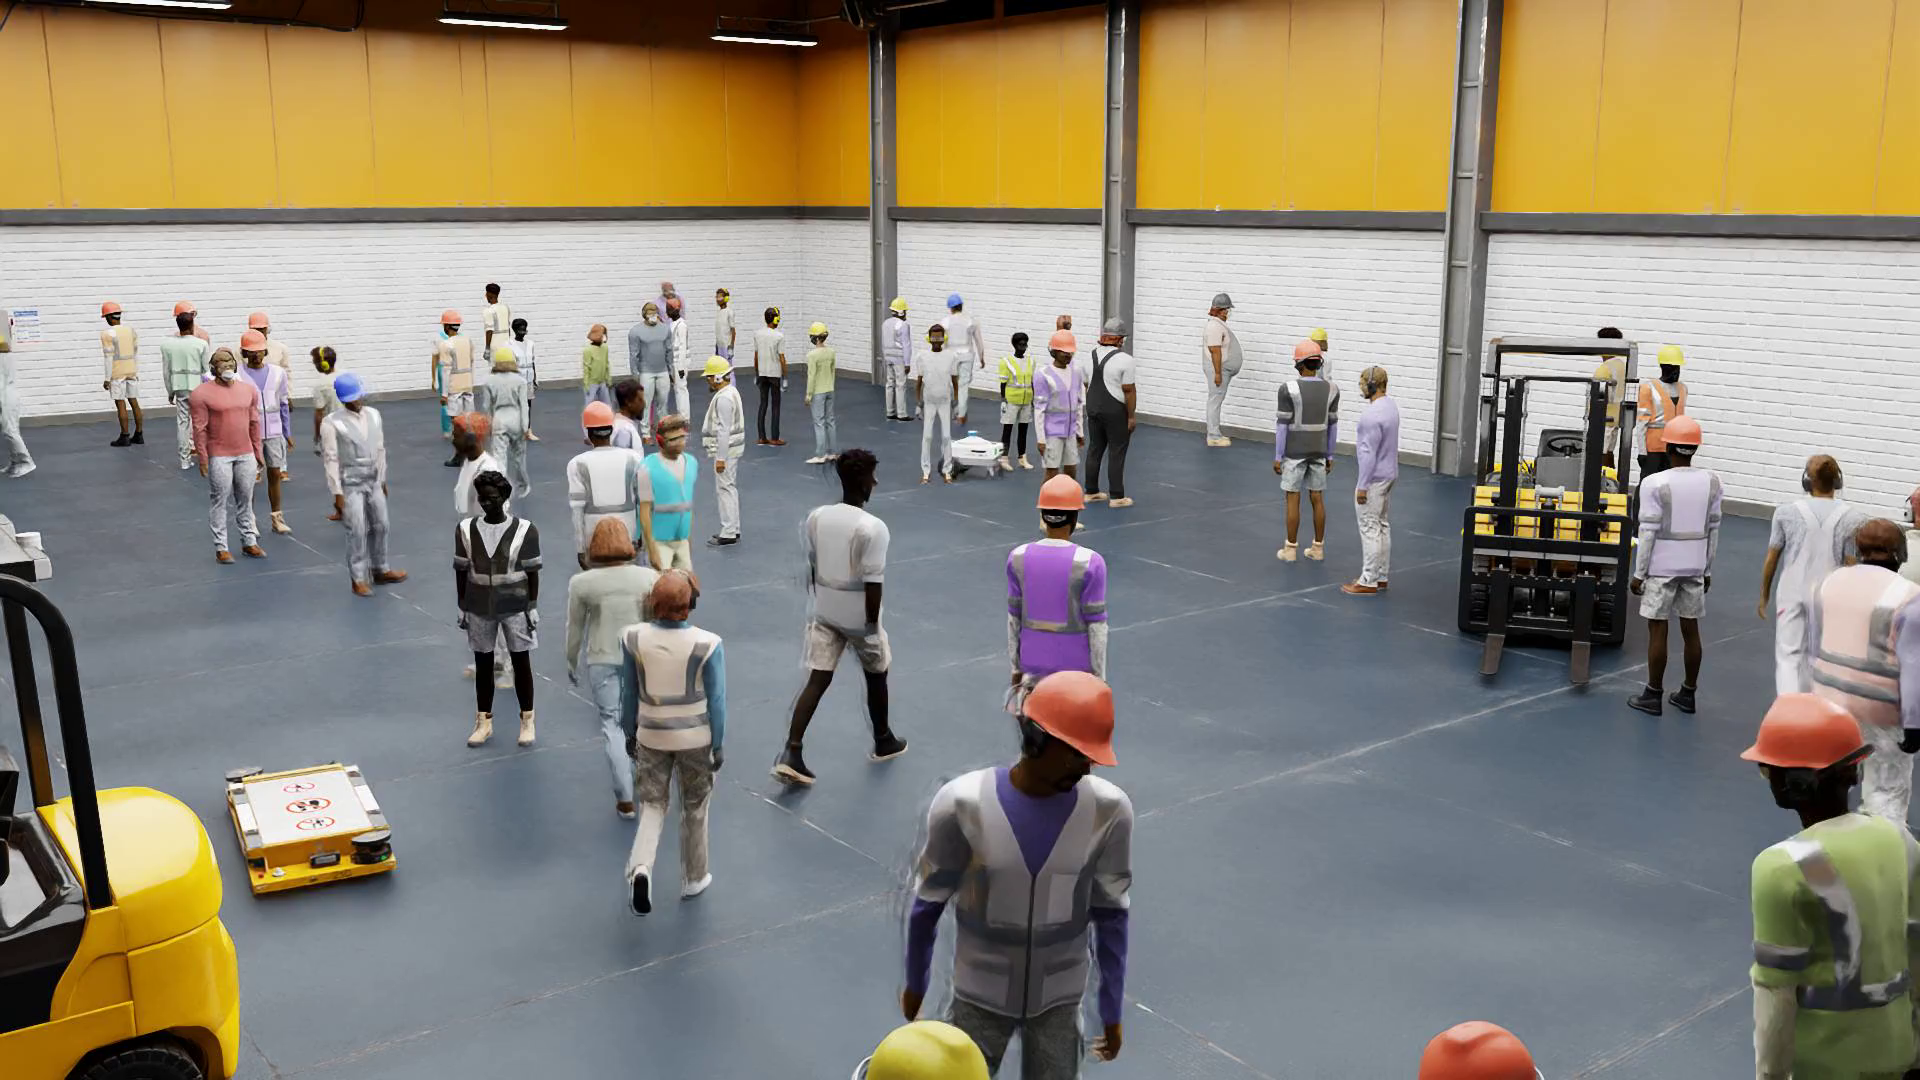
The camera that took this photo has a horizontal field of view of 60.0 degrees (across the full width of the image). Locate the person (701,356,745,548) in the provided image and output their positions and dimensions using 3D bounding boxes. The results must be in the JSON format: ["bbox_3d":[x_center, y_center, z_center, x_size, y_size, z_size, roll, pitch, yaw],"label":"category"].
[{"bbox_3d":[-2.253,-0.846,15.862,0.403,1.818,0.606,-1,12,-3],"label":"person"}]

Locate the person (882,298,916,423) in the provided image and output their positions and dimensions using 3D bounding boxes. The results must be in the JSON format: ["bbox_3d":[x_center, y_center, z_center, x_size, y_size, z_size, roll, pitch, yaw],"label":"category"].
[{"bbox_3d":[-0.908,-2.644,24.508,0.404,1.833,0.591,-9,15,-37],"label":"person"}]

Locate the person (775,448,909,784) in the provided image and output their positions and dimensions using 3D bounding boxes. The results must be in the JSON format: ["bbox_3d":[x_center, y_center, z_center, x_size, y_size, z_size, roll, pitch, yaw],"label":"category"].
[{"bbox_3d":[-0.675,0.427,9.486,0.616,1.919,1.044,8,14,34],"label":"person"}]

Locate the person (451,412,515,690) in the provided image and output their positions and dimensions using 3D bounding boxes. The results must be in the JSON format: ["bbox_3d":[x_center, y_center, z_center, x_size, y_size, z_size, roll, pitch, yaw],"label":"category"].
[{"bbox_3d":[-3.205,0.070,11.361,0.402,1.871,0.712,-7,13,-29],"label":"person"}]

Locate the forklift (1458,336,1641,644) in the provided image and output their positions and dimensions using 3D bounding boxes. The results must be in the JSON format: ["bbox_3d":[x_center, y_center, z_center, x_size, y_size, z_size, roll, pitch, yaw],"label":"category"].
[{"bbox_3d":[4.683,-0.471,13.136,1.214,2.155,2.313,4,12,20],"label":"forklift"}]

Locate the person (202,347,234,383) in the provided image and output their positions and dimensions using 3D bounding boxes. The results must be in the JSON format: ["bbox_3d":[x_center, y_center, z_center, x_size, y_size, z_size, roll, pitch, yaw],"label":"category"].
[{"bbox_3d":[-8.308,-1.380,18.902,0.508,1.629,0.317,-9,15,-37],"label":"person"}]

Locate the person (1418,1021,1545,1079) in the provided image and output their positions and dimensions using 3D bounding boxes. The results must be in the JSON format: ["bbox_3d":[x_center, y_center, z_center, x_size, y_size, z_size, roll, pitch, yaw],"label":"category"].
[{"bbox_3d":[0.990,1.778,3.340,0.328,1.753,0.560,-8,14,-35],"label":"person"}]

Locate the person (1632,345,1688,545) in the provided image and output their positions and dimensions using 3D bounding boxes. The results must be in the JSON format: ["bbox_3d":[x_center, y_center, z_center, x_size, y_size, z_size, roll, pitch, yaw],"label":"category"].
[{"bbox_3d":[6.673,-0.891,15.817,0.584,1.927,0.367,-6,13,-25],"label":"person"}]

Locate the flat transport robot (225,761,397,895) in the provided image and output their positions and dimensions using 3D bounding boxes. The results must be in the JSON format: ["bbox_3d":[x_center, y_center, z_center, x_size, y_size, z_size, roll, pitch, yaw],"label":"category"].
[{"bbox_3d":[-3.380,1.436,8.594,0.652,0.197,1.431,-6,13,-27],"label":"flat transport robot"}]

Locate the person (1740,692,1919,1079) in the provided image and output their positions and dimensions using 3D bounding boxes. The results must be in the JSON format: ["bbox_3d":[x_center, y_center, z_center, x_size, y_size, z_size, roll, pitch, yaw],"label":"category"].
[{"bbox_3d":[2.487,1.425,4.561,0.601,1.979,1.051,-9,15,-36],"label":"person"}]

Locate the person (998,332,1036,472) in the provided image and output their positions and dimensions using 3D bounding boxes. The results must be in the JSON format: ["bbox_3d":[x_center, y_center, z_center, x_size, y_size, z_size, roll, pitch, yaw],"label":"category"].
[{"bbox_3d":[0.703,-1.677,20.165,0.531,1.698,0.320,-7,14,-31],"label":"person"}]

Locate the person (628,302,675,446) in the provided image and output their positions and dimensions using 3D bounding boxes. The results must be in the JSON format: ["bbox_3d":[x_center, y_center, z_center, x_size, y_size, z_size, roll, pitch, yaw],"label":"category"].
[{"bbox_3d":[-4.112,-2.220,22.243,0.635,1.929,0.382,-9,15,-37],"label":"person"}]

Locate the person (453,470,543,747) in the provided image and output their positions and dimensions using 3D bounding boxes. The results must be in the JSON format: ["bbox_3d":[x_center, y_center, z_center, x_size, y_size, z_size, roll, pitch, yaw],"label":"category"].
[{"bbox_3d":[-2.793,0.415,10.070,0.535,1.697,0.318,0,12,-1],"label":"person"}]

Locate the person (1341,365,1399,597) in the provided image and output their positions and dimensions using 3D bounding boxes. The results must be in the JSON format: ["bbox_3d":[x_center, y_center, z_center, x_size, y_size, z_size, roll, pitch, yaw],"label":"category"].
[{"bbox_3d":[3.456,-0.492,13.893,0.379,1.931,0.635,7,13,29],"label":"person"}]

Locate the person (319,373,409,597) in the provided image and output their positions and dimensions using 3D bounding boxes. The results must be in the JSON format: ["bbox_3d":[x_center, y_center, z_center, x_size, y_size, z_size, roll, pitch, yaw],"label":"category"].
[{"bbox_3d":[-4.962,-0.465,13.837,0.444,1.895,0.770,5,13,24],"label":"person"}]

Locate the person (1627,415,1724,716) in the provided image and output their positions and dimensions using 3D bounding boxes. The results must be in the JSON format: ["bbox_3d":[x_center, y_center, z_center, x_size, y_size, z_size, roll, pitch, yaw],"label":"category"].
[{"bbox_3d":[4.567,0.167,10.676,0.547,1.938,0.378,-1,12,-7],"label":"person"}]

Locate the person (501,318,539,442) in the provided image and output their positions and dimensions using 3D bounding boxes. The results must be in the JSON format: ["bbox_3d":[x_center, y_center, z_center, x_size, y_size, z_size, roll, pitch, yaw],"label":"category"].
[{"bbox_3d":[-5.931,-2.151,22.463,0.319,1.695,0.533,9,15,37],"label":"person"}]

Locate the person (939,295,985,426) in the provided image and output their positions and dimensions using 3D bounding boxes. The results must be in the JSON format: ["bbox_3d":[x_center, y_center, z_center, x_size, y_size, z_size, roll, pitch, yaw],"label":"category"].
[{"bbox_3d":[0.019,-2.642,24.398,0.640,1.880,1.002,1,12,6],"label":"person"}]

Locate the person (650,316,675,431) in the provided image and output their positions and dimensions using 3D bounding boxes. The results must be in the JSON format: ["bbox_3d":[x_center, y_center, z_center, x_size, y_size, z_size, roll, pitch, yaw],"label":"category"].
[{"bbox_3d":[-4.306,-2.377,23.705,0.498,1.633,0.282,-9,15,-37],"label":"person"}]

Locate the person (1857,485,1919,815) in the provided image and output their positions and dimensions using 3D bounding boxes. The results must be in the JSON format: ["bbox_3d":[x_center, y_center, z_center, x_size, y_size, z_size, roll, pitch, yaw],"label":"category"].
[{"bbox_3d":[4.854,0.643,8.463,0.649,1.904,0.401,3,12,16],"label":"person"}]

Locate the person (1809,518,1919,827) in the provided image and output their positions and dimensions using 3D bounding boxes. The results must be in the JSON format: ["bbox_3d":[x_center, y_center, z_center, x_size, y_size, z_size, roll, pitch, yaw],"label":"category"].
[{"bbox_3d":[4.303,0.811,7.919,0.438,1.829,0.658,-4,12,-20],"label":"person"}]

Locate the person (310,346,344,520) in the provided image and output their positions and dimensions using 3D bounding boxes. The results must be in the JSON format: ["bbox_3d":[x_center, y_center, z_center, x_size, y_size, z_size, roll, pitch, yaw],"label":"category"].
[{"bbox_3d":[-6.287,-1.061,16.893,0.610,1.826,0.591,8,14,33],"label":"person"}]

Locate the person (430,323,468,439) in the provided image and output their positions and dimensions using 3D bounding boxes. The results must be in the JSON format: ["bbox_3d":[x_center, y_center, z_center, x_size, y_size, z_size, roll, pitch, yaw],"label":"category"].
[{"bbox_3d":[-6.891,-2.207,22.523,0.525,1.795,0.963,-4,12,-20],"label":"person"}]

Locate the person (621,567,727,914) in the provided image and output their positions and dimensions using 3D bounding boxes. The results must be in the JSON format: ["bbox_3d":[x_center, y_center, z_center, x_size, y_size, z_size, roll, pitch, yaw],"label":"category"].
[{"bbox_3d":[-1.337,0.938,7.704,0.525,1.623,0.588,2,12,10],"label":"person"}]

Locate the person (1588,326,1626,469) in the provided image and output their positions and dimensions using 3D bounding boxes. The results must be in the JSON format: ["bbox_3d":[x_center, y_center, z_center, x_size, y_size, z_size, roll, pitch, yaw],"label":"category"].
[{"bbox_3d":[6.778,-1.263,17.516,0.367,1.966,0.607,9,15,36],"label":"person"}]

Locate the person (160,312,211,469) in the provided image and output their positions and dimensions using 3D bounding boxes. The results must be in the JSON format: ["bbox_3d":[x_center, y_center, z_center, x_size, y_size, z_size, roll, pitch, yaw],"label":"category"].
[{"bbox_3d":[-9.404,-1.821,20.324,0.597,1.918,0.382,0,12,-1],"label":"person"}]

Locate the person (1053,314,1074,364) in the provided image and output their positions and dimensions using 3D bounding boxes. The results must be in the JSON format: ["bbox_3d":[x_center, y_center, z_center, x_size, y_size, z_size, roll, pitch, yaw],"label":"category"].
[{"bbox_3d":[1.480,-2.394,23.761,0.308,1.645,0.514,0,12,2],"label":"person"}]

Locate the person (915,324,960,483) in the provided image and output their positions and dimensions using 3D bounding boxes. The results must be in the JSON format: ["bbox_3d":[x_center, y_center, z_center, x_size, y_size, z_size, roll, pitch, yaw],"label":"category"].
[{"bbox_3d":[-0.262,-1.579,19.310,0.512,1.862,0.322,0,12,-1],"label":"person"}]

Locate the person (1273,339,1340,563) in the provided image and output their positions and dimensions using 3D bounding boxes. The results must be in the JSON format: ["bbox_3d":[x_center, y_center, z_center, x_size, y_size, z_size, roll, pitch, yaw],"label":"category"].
[{"bbox_3d":[3.132,-0.801,15.141,0.601,2.035,0.407,-4,12,-17],"label":"person"}]

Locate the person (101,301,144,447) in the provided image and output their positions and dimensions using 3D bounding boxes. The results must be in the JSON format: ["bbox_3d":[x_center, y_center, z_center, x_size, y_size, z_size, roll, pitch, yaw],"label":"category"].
[{"bbox_3d":[-11.202,-2.209,22.179,0.370,1.928,0.543,4,12,19],"label":"person"}]

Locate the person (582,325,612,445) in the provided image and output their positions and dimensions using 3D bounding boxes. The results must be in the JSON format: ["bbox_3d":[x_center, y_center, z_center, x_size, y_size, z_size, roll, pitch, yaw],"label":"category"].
[{"bbox_3d":[-4.879,-2.082,22.327,0.358,1.615,0.506,5,13,23],"label":"person"}]

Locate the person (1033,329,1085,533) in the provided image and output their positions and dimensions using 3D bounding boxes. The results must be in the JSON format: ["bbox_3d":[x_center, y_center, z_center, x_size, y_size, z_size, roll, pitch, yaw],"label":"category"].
[{"bbox_3d":[0.998,-1.058,16.388,0.614,2.029,0.409,-10,15,-40],"label":"person"}]

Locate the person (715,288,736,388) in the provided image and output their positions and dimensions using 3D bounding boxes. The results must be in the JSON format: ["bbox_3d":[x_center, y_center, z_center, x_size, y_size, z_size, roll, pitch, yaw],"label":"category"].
[{"bbox_3d":[-3.752,-3.058,26.425,0.325,1.869,0.521,-9,15,-37],"label":"person"}]

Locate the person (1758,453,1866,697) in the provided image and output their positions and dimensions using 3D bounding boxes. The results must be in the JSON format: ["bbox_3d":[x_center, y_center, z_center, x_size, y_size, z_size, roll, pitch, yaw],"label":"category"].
[{"bbox_3d":[5.082,0.391,9.947,0.521,1.804,0.905,5,13,23],"label":"person"}]

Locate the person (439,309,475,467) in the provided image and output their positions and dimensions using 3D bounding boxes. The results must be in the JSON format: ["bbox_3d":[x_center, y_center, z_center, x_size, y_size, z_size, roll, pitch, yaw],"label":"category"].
[{"bbox_3d":[-6.210,-1.868,20.503,0.370,1.939,0.543,6,13,25],"label":"person"}]

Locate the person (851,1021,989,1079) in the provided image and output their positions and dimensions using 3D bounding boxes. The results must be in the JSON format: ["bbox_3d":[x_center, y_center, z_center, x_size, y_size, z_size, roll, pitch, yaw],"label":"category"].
[{"bbox_3d":[-0.086,1.774,3.189,0.404,1.827,0.588,2,12,9],"label":"person"}]

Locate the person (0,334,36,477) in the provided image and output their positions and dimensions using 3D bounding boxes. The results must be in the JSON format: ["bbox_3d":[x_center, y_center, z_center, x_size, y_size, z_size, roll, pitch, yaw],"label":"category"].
[{"bbox_3d":[-11.364,-1.638,19.881,0.482,1.745,0.669,-3,12,-16],"label":"person"}]

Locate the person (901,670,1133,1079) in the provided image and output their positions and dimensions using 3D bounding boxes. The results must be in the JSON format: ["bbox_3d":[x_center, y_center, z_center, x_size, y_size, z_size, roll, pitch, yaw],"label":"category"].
[{"bbox_3d":[0.143,1.328,4.950,0.734,1.990,0.521,-1,12,-4],"label":"person"}]

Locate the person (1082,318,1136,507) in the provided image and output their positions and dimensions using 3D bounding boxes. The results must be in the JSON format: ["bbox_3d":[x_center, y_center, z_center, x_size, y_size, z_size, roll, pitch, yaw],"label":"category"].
[{"bbox_3d":[1.655,-1.394,17.966,0.539,2.000,0.690,-10,15,-40],"label":"person"}]

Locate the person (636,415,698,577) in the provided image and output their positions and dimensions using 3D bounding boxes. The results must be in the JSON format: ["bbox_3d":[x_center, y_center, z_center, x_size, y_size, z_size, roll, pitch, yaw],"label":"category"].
[{"bbox_3d":[-2.048,0.013,11.750,0.425,1.818,0.630,7,14,31],"label":"person"}]

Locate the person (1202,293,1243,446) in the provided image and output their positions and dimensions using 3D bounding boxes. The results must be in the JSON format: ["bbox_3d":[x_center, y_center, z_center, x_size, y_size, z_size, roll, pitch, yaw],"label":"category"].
[{"bbox_3d":[3.511,-2.285,22.273,0.537,2.000,0.683,2,12,8],"label":"person"}]

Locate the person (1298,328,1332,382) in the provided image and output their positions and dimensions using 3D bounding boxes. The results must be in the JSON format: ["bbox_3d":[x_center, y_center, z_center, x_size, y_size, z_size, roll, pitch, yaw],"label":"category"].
[{"bbox_3d":[4.322,-1.708,20.225,0.333,1.735,0.489,-9,15,-38],"label":"person"}]

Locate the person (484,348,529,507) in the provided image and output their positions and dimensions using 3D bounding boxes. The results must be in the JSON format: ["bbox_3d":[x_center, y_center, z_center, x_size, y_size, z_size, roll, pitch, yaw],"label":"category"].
[{"bbox_3d":[-4.898,-1.228,18.011,0.496,1.683,0.919,-1,12,-3],"label":"person"}]

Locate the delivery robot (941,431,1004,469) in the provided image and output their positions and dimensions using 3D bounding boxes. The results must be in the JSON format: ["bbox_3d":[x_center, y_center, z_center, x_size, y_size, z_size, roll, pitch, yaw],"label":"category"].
[{"bbox_3d":[0.149,-1.047,19.671,0.707,0.478,0.477,3,12,16],"label":"delivery robot"}]

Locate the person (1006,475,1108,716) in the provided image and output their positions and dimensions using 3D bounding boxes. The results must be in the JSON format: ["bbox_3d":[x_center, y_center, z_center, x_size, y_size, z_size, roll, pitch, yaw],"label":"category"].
[{"bbox_3d":[0.503,0.627,8.486,0.546,1.929,0.390,6,13,28],"label":"person"}]

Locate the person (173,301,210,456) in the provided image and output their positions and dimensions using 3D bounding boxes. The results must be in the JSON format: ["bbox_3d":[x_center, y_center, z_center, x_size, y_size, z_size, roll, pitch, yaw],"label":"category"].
[{"bbox_3d":[-9.887,-2.077,21.425,0.411,1.980,0.625,2,12,12],"label":"person"}]

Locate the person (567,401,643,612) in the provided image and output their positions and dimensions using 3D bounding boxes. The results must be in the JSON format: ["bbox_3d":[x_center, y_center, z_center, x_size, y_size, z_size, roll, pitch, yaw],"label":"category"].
[{"bbox_3d":[-2.473,-0.026,11.749,0.547,1.894,0.988,-4,12,-18],"label":"person"}]

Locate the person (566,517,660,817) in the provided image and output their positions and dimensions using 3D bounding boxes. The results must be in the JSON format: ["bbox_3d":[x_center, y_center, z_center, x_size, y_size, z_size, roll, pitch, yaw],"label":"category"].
[{"bbox_3d":[-1.891,0.658,9.134,0.520,1.579,0.867,-4,12,-18],"label":"person"}]

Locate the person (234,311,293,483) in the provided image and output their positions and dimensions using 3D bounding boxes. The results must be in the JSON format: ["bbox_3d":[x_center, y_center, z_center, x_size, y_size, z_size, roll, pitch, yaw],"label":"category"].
[{"bbox_3d":[-8.080,-1.657,19.348,0.612,1.995,0.393,-5,13,-23],"label":"person"}]

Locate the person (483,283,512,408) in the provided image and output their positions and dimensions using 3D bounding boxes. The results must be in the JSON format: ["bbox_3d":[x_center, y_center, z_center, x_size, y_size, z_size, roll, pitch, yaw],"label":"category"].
[{"bbox_3d":[-7.289,-3.061,26.195,0.369,1.967,0.601,5,13,22],"label":"person"}]

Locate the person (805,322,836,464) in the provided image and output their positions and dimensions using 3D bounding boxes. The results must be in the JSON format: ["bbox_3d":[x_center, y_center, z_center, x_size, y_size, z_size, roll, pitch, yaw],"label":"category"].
[{"bbox_3d":[-1.748,-1.831,20.748,0.312,1.768,0.522,7,14,31],"label":"person"}]

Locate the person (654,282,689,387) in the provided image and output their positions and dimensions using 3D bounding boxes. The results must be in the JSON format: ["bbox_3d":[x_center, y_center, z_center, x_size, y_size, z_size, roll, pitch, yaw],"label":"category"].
[{"bbox_3d":[-5.052,-3.578,28.991,0.674,1.848,0.690,-7,14,-32],"label":"person"}]

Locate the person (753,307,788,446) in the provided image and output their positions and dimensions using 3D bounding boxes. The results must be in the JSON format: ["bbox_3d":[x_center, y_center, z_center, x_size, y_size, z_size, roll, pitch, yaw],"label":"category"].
[{"bbox_3d":[-2.523,-2.172,22.194,0.528,1.853,0.333,6,13,26],"label":"person"}]

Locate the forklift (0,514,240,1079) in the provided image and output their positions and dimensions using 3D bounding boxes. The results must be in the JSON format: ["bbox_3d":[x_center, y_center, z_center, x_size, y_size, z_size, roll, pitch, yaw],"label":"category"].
[{"bbox_3d":[-3.687,1.115,5.480,2.313,2.155,1.214,-9,15,-36],"label":"forklift"}]

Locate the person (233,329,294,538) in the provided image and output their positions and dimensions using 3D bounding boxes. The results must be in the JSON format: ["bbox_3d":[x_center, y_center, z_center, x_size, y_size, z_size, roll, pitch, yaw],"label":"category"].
[{"bbox_3d":[-6.816,-1.036,16.234,0.615,2.041,0.391,-10,15,-41],"label":"person"}]

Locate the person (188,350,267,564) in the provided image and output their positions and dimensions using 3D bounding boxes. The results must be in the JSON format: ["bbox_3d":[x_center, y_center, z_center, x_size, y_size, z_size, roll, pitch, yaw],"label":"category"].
[{"bbox_3d":[-6.653,-0.763,15.167,0.367,1.939,0.634,9,15,38],"label":"person"}]

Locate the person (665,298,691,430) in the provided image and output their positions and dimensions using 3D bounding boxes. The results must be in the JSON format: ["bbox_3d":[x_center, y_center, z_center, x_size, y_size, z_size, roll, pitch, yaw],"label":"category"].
[{"bbox_3d":[-4.026,-2.506,23.736,0.358,1.880,0.575,-4,13,-21],"label":"person"}]
